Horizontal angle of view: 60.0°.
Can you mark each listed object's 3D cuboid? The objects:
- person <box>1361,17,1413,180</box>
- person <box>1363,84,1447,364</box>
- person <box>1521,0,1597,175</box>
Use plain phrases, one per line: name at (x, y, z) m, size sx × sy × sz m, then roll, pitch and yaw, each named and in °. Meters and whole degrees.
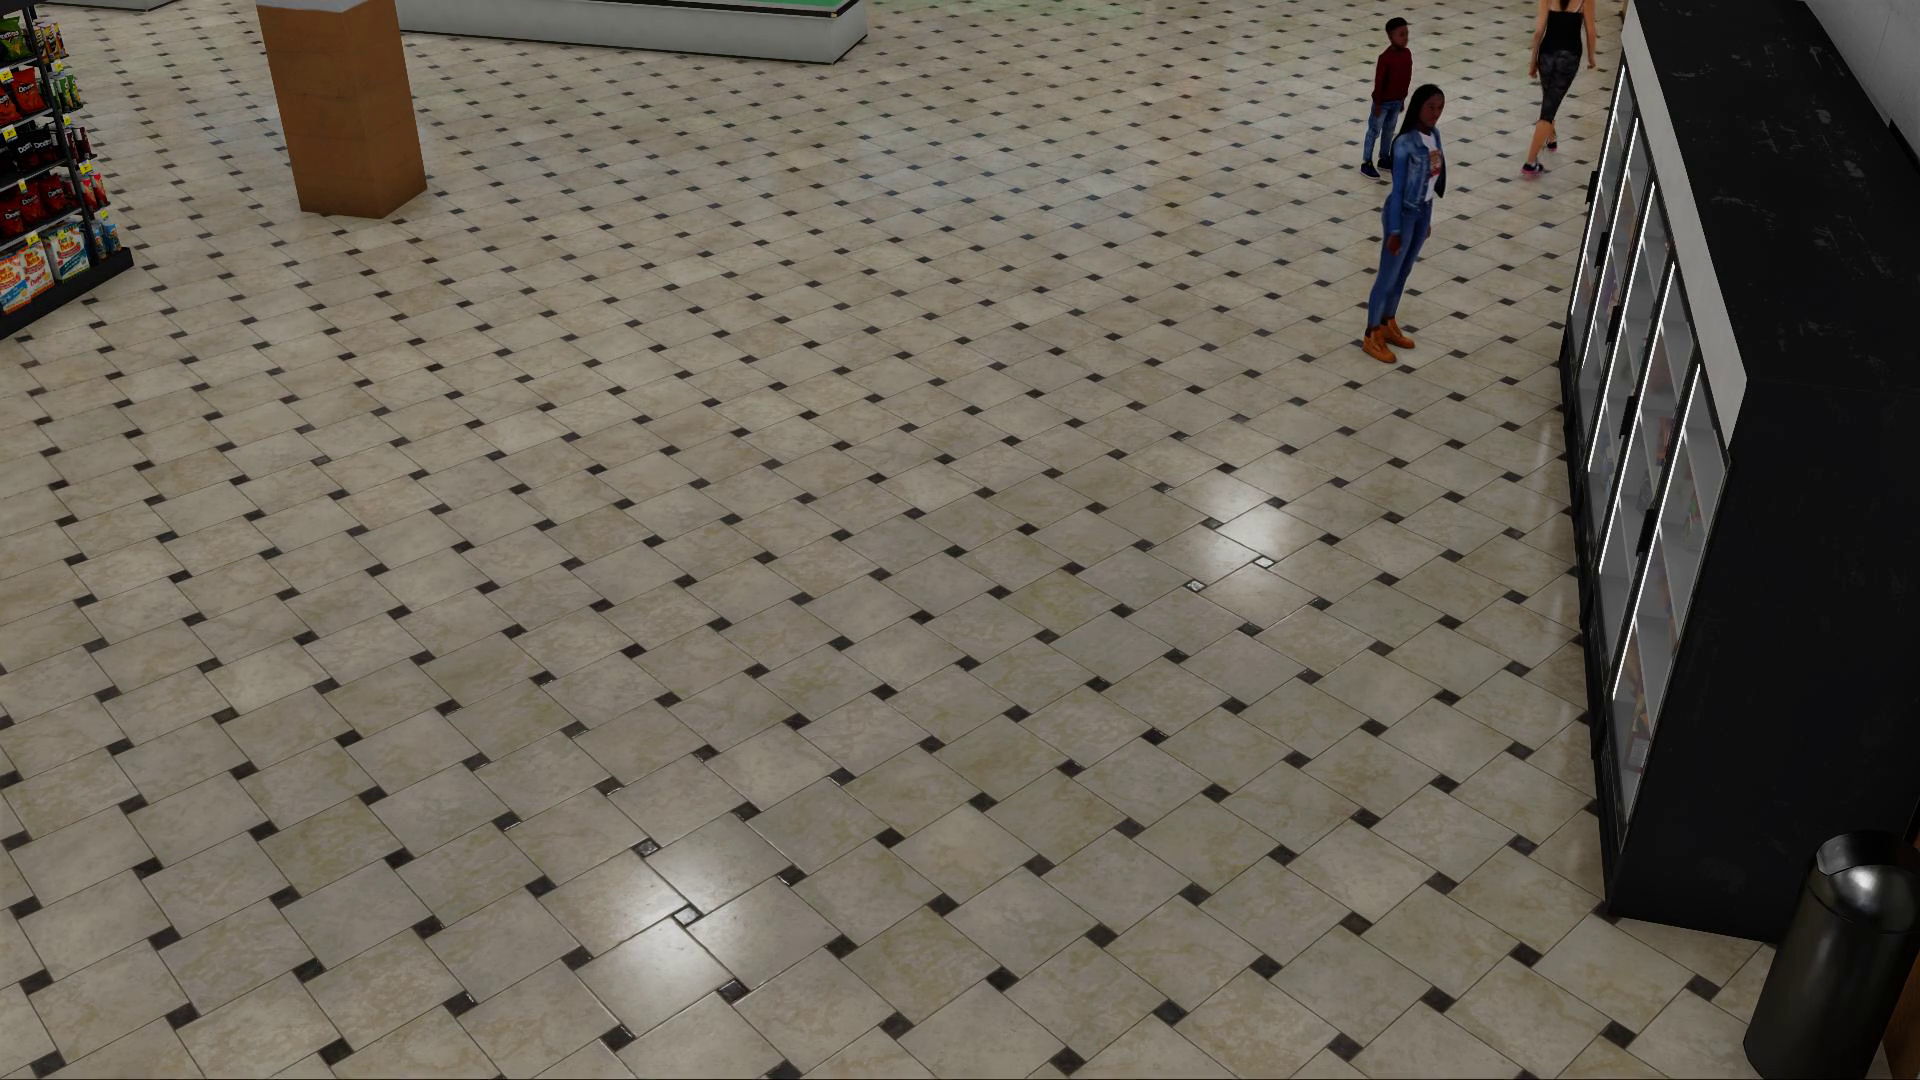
person at (3.405, -3.530, 13.246) m, size 0.577 × 1.253 × 0.628 m, roll -20°, pitch 37°, yaw -29°
person at (2.760, -1.971, 10.308) m, size 0.668 × 1.711 × 0.673 m, roll 26°, pitch 40°, yaw 35°
person at (4.695, -3.724, 13.150) m, size 1.120 × 1.684 × 0.914 m, roll 21°, pitch 37°, yaw 30°
